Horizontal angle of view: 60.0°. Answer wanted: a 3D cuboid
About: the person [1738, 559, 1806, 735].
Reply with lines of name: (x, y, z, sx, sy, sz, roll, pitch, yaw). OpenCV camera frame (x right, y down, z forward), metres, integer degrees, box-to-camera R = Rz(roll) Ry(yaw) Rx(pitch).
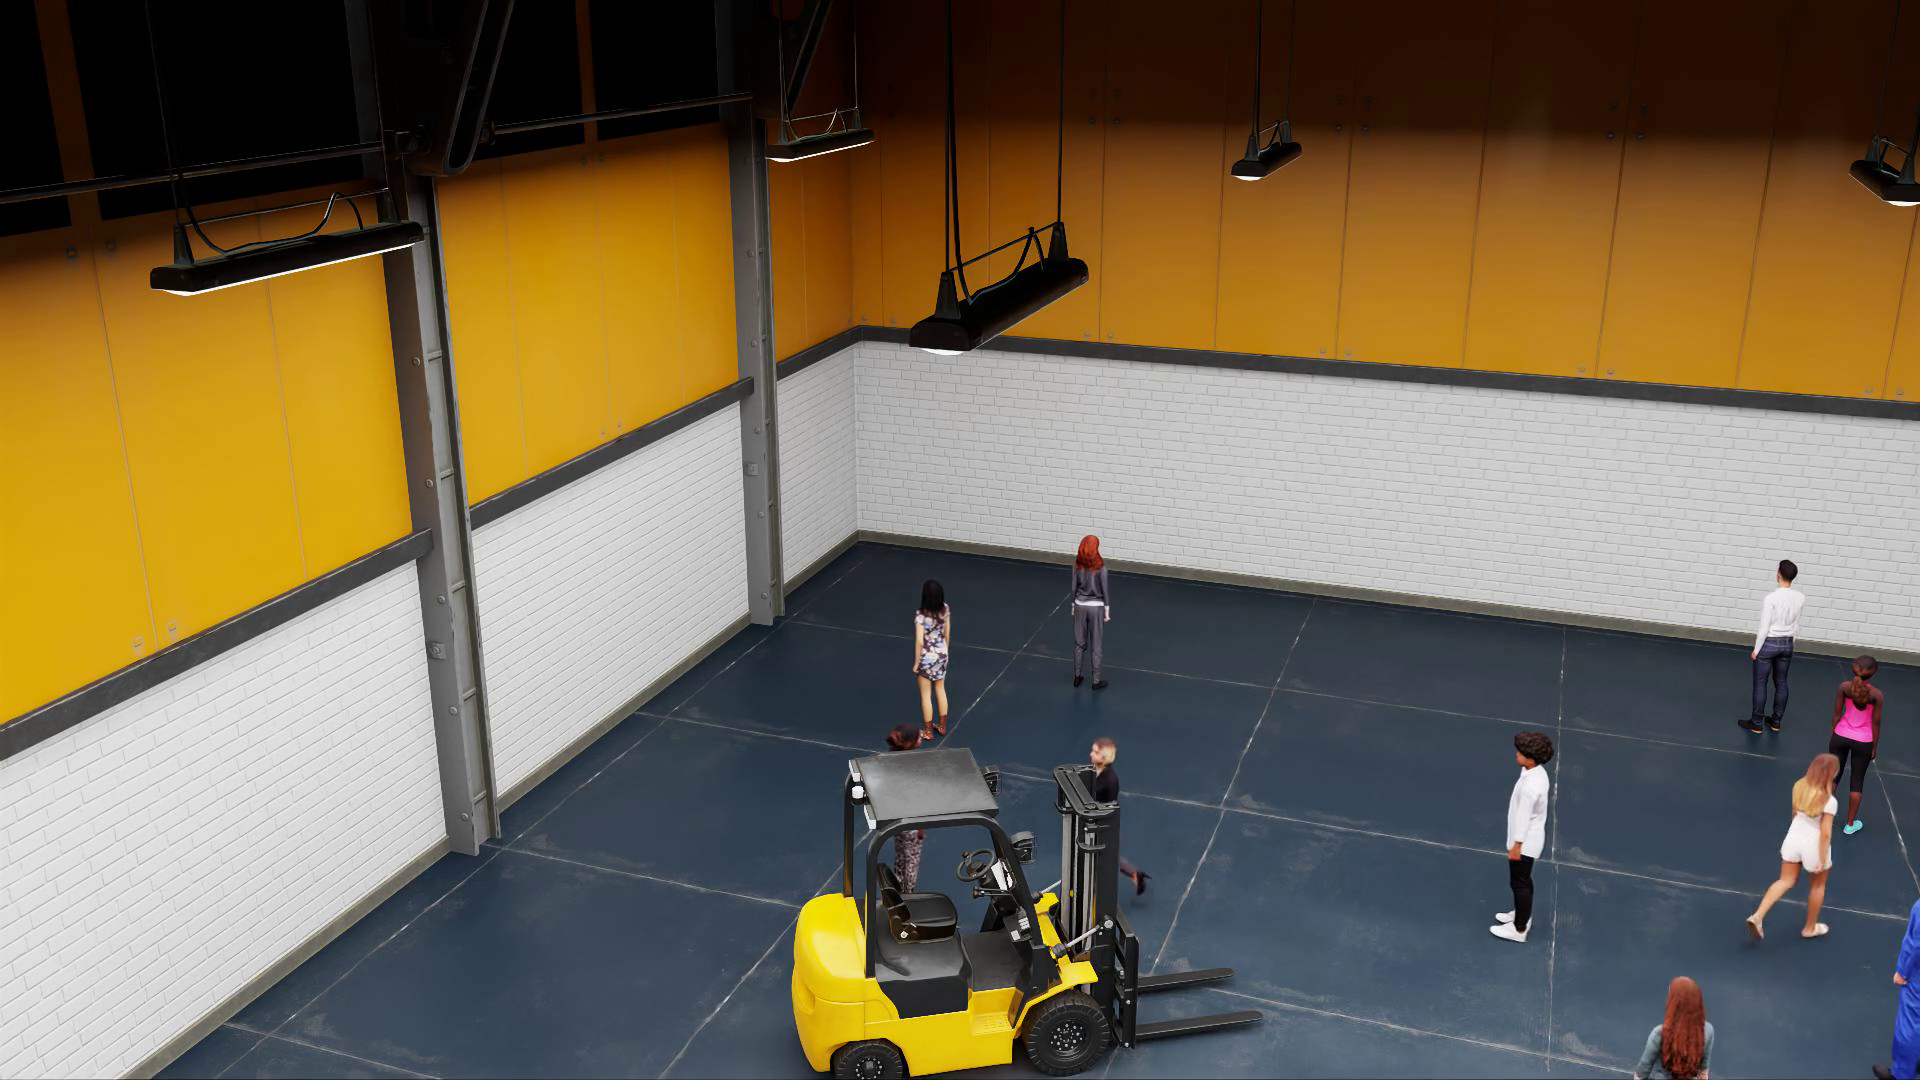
person: (8.442, 1.100, 17.220, 0.714, 1.868, 0.729, -3, 19, -9)

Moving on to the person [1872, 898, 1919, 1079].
person: (6.810, 3.002, 11.640, 0.779, 1.825, 0.808, -7, 20, -19)

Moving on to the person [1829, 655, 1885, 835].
person: (8.162, 1.851, 15.216, 0.632, 1.723, 0.658, 16, 24, 39)

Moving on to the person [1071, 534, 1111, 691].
person: (1.425, 0.784, 18.299, 0.610, 1.780, 0.532, 9, 21, 26)

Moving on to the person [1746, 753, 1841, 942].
person: (6.745, 2.496, 13.389, 1.067, 1.669, 1.017, -8, 20, -22)

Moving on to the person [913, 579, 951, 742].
person: (-0.287, 1.221, 17.073, 0.625, 1.733, 0.734, -15, 24, -38)

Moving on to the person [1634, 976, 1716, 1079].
person: (4.402, 3.525, 10.256, 0.872, 1.717, 1.082, -2, 19, -6)

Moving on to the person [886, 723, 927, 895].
person: (-0.432, 2.308, 13.876, 0.734, 1.713, 0.669, -8, 20, -22)

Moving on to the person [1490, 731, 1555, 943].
person: (4.588, 2.393, 13.478, 0.677, 1.807, 0.488, 7, 20, 21)

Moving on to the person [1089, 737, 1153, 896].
person: (1.240, 2.379, 13.772, 1.008, 1.646, 1.007, -6, 19, -17)
